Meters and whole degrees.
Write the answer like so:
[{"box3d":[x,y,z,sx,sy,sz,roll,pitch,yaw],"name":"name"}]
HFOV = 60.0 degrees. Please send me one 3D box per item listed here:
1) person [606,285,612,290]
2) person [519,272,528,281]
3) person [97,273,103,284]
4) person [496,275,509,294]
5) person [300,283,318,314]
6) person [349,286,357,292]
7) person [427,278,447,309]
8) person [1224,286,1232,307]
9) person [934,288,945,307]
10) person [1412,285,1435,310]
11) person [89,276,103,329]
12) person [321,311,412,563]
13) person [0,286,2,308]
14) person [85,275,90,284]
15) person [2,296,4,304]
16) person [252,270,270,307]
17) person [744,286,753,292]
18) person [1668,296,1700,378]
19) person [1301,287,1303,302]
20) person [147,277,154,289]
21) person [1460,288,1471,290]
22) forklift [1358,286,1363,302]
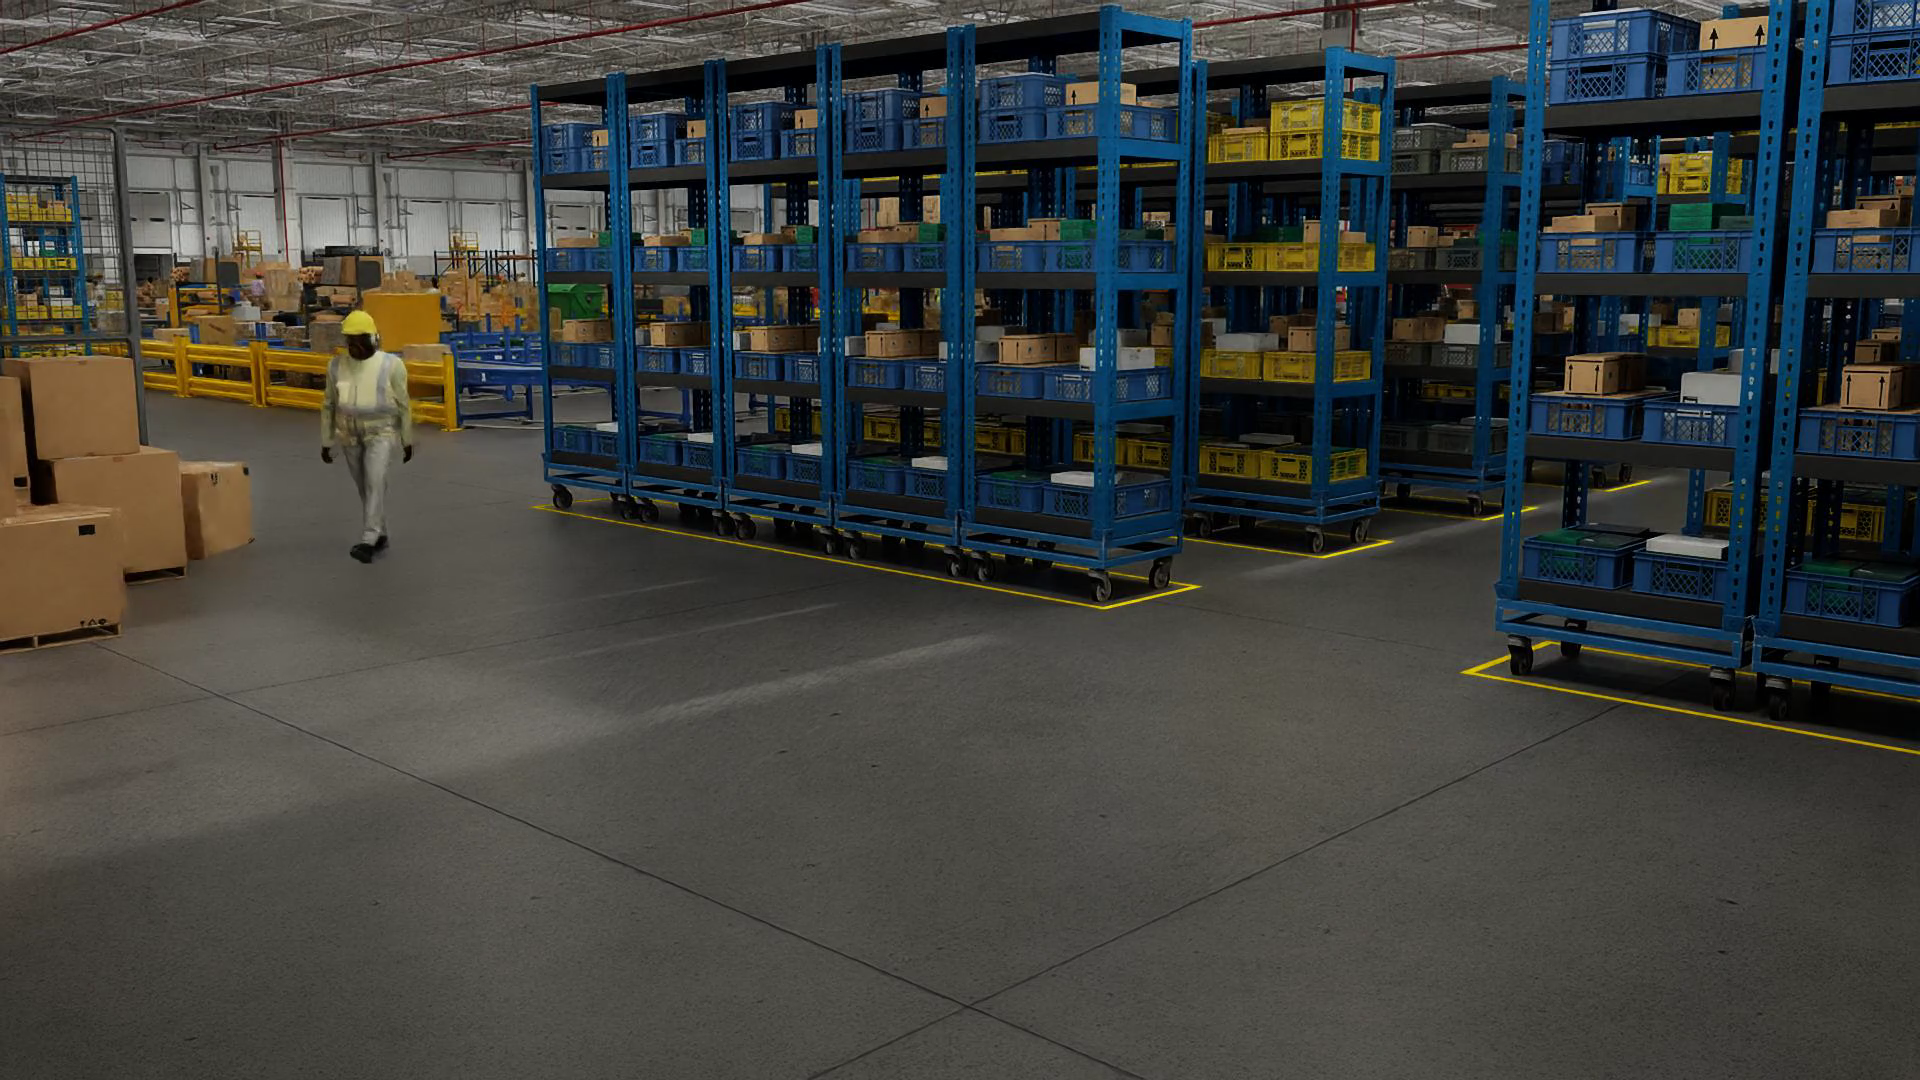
[{"box3d":[-17.755,-12.549,84.128,0.526,1.819,0.746,1,9,8],"name":"person"},{"box3d":[-25.431,-14.679,97.054,0.602,1.866,0.418,5,11,28],"name":"person"},{"box3d":[-41.776,-12.060,80.956,0.998,1.875,0.597,0,9,1],"name":"person"},{"box3d":[-15.556,-8.066,56.450,0.876,1.893,0.538,2,9,10],"name":"person"},{"box3d":[-22.530,-8.298,57.389,0.952,2.000,0.688,2,9,12],"name":"person"},{"box3d":[-31.262,-12.855,85.546,0.631,1.968,0.638,5,10,27],"name":"person"},{"box3d":[-13.842,-6.028,44.165,0.506,1.820,0.956,5,11,29],"name":"person"},{"box3d":[4.341,-3.225,26.846,0.880,1.857,0.675,-1,9,-4],"name":"person"},{"box3d":[-0.709,-8.943,62.383,0.536,1.699,0.322,-3,10,-20],"name":"person"},{"box3d":[6.606,-2.817,23.920,0.389,1.992,0.625,3,10,16],"name":"person"},{"box3d":[-27.180,-7.346,52.135,0.935,1.843,0.611,-8,12,-39],"name":"person"},{"box3d":[-4.272,-0.743,11.891,0.599,1.775,0.965,1,9,4],"name":"person"},{"box3d":[-35.575,-8.847,61.155,0.636,1.916,0.765,2,10,14],"name":"person"},{"box3d":[-36.663,-10.233,70.001,0.627,1.799,0.932,-1,9,-5],"name":"person"},{"box3d":[-36.357,-9.075,62.637,0.611,1.873,1.004,0,9,1],"name":"person"},{"box3d":[-25.644,-8.898,61.142,0.614,2.009,0.829,8,12,42],"name":"person"},{"box3d":[-8.783,-10.164,69.126,0.575,1.940,0.628,-5,11,-30],"name":"person"},{"box3d":[9.234,-2.248,21.070,0.989,1.790,0.586,8,12,39],"name":"person"},{"box3d":[12.232,-8.299,57.945,0.891,1.860,0.657,-3,10,-19],"name":"person"},{"box3d":[-38.320,-11.609,78.743,0.321,1.695,0.537,-6,11,-34],"name":"person"},{"box3d":[20.393,-9.663,67.052,0.515,1.624,0.494,7,12,37],"name":"person"},{"box3d":[11.100,-7.017,46.970,1.873,2.768,1.129,9,13,43],"name":"forklift"}]
